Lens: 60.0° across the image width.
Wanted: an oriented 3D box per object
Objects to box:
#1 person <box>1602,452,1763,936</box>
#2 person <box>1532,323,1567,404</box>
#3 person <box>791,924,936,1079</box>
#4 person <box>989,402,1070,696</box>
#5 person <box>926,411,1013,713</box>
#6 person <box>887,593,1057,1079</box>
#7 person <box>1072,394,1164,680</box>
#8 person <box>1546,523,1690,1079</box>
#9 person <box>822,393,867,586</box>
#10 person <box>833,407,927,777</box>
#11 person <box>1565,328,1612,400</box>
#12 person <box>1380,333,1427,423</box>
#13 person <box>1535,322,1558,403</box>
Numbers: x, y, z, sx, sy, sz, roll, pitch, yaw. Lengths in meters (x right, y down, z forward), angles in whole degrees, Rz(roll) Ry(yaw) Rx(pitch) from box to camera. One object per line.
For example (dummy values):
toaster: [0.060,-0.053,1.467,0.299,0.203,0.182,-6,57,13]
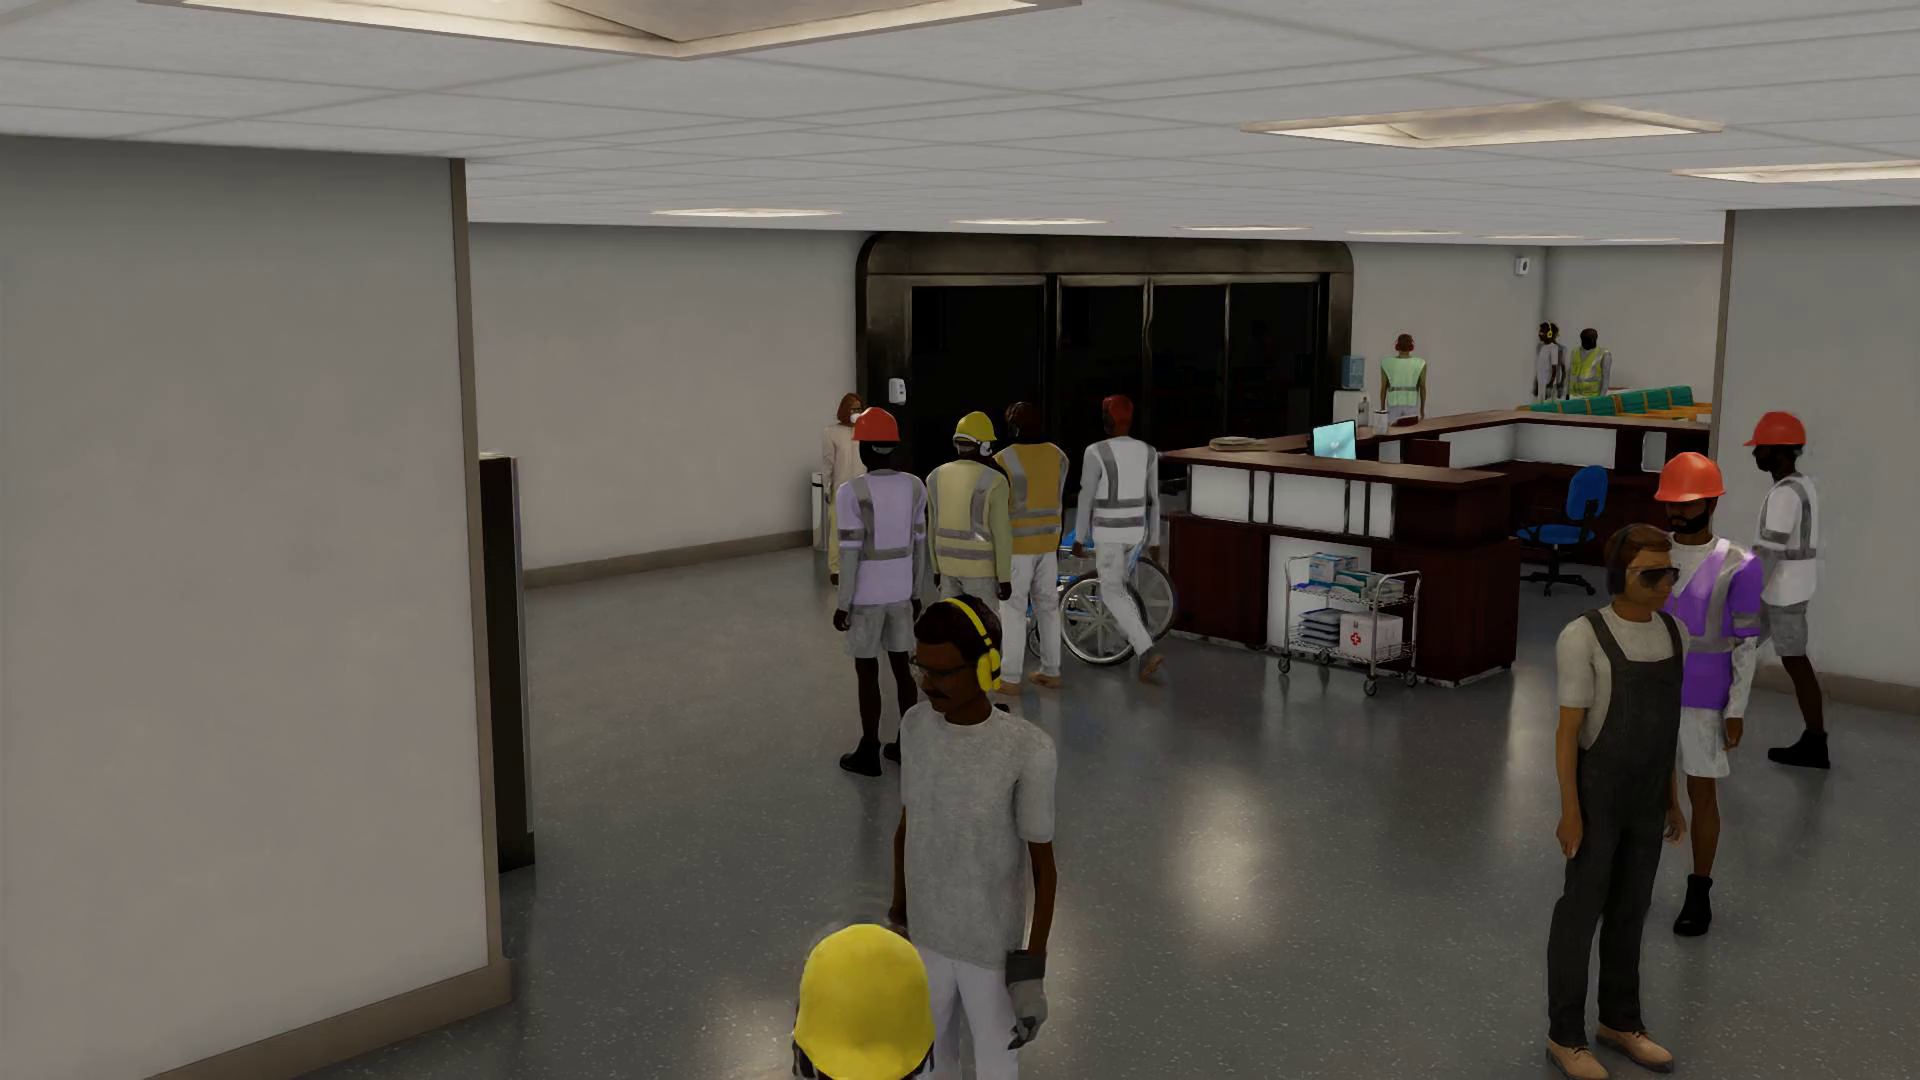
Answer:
person: [2.885,0.610,6.680,0.547,1.938,0.359,9,13,43]
person: [8.677,-2.281,24.676,0.723,1.846,0.566,-9,13,-42]
person: [-0.131,1.397,2.513,0.540,1.708,0.923,-1,9,-5]
person: [0.401,0.053,10.441,0.625,1.836,0.431,-7,11,-36]
person: [0.072,0.156,9.833,0.596,1.825,0.404,7,12,38]
person: [0.007,1.050,4.214,0.521,1.865,0.327,7,12,37]
person: [1.077,-0.025,10.855,0.558,1.852,0.877,-7,11,-35]
person: [2.166,0.856,5.449,0.506,1.846,0.345,-4,10,-24]
person: [-0.918,-0.427,14.012,0.504,1.627,0.285,-4,10,-23]
person: [-0.438,0.270,8.764,0.552,1.936,0.360,-7,12,-38]
person: [8.750,-2.041,23.260,0.429,1.837,0.621,-8,12,-40]
person: [5.559,-1.665,20.901,0.565,1.850,0.390,2,9,13]
person: [8.630,-2.273,24.568,0.328,1.872,0.513,0,9,-3]
